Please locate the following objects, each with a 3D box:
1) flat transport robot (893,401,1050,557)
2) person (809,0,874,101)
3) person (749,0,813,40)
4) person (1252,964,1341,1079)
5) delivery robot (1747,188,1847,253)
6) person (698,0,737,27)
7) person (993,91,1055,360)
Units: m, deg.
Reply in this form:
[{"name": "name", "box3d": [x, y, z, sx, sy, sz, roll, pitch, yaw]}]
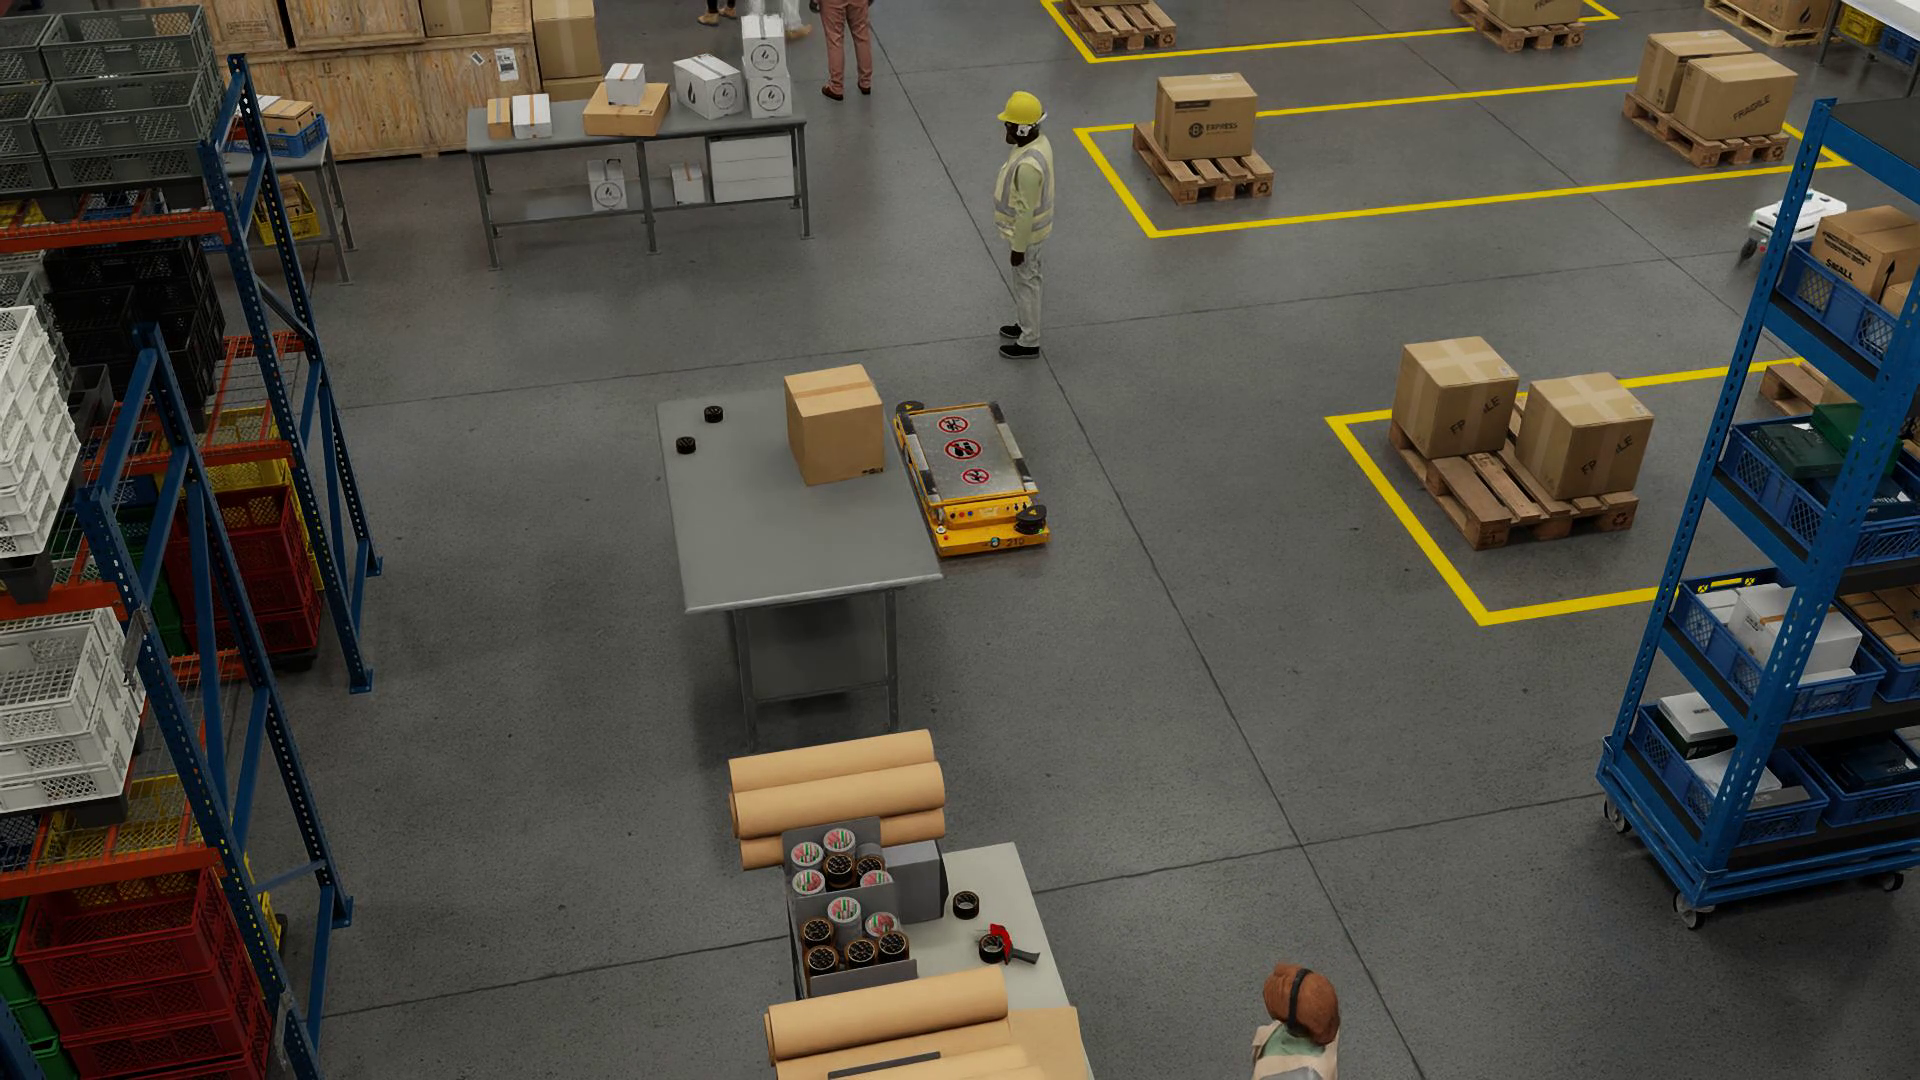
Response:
[{"name": "flat transport robot", "box3d": [0.046, -0.430, 10.108, 0.652, 0.197, 1.431, -8, 37, -10]}, {"name": "person", "box3d": [-1.050, -4.867, 14.717, 0.643, 1.903, 0.399, -16, 39, -20]}, {"name": "person", "box3d": [-1.775, -5.691, 15.891, 0.625, 1.814, 0.715, 31, 46, 34]}, {"name": "person", "box3d": [1.108, 2.021, 5.677, 0.310, 1.637, 0.514, 10, 38, 13]}, {"name": "delivery robot", "box3d": [6.264, -2.395, 12.437, 0.707, 0.478, 0.477, -19, 41, -23]}, {"name": "person", "box3d": [-2.427, -5.926, 16.313, 0.320, 1.694, 0.536, 27, 44, 31]}, {"name": "person", "box3d": [0.419, -2.086, 11.046, 0.403, 1.826, 0.595, 4, 37, 5]}]
